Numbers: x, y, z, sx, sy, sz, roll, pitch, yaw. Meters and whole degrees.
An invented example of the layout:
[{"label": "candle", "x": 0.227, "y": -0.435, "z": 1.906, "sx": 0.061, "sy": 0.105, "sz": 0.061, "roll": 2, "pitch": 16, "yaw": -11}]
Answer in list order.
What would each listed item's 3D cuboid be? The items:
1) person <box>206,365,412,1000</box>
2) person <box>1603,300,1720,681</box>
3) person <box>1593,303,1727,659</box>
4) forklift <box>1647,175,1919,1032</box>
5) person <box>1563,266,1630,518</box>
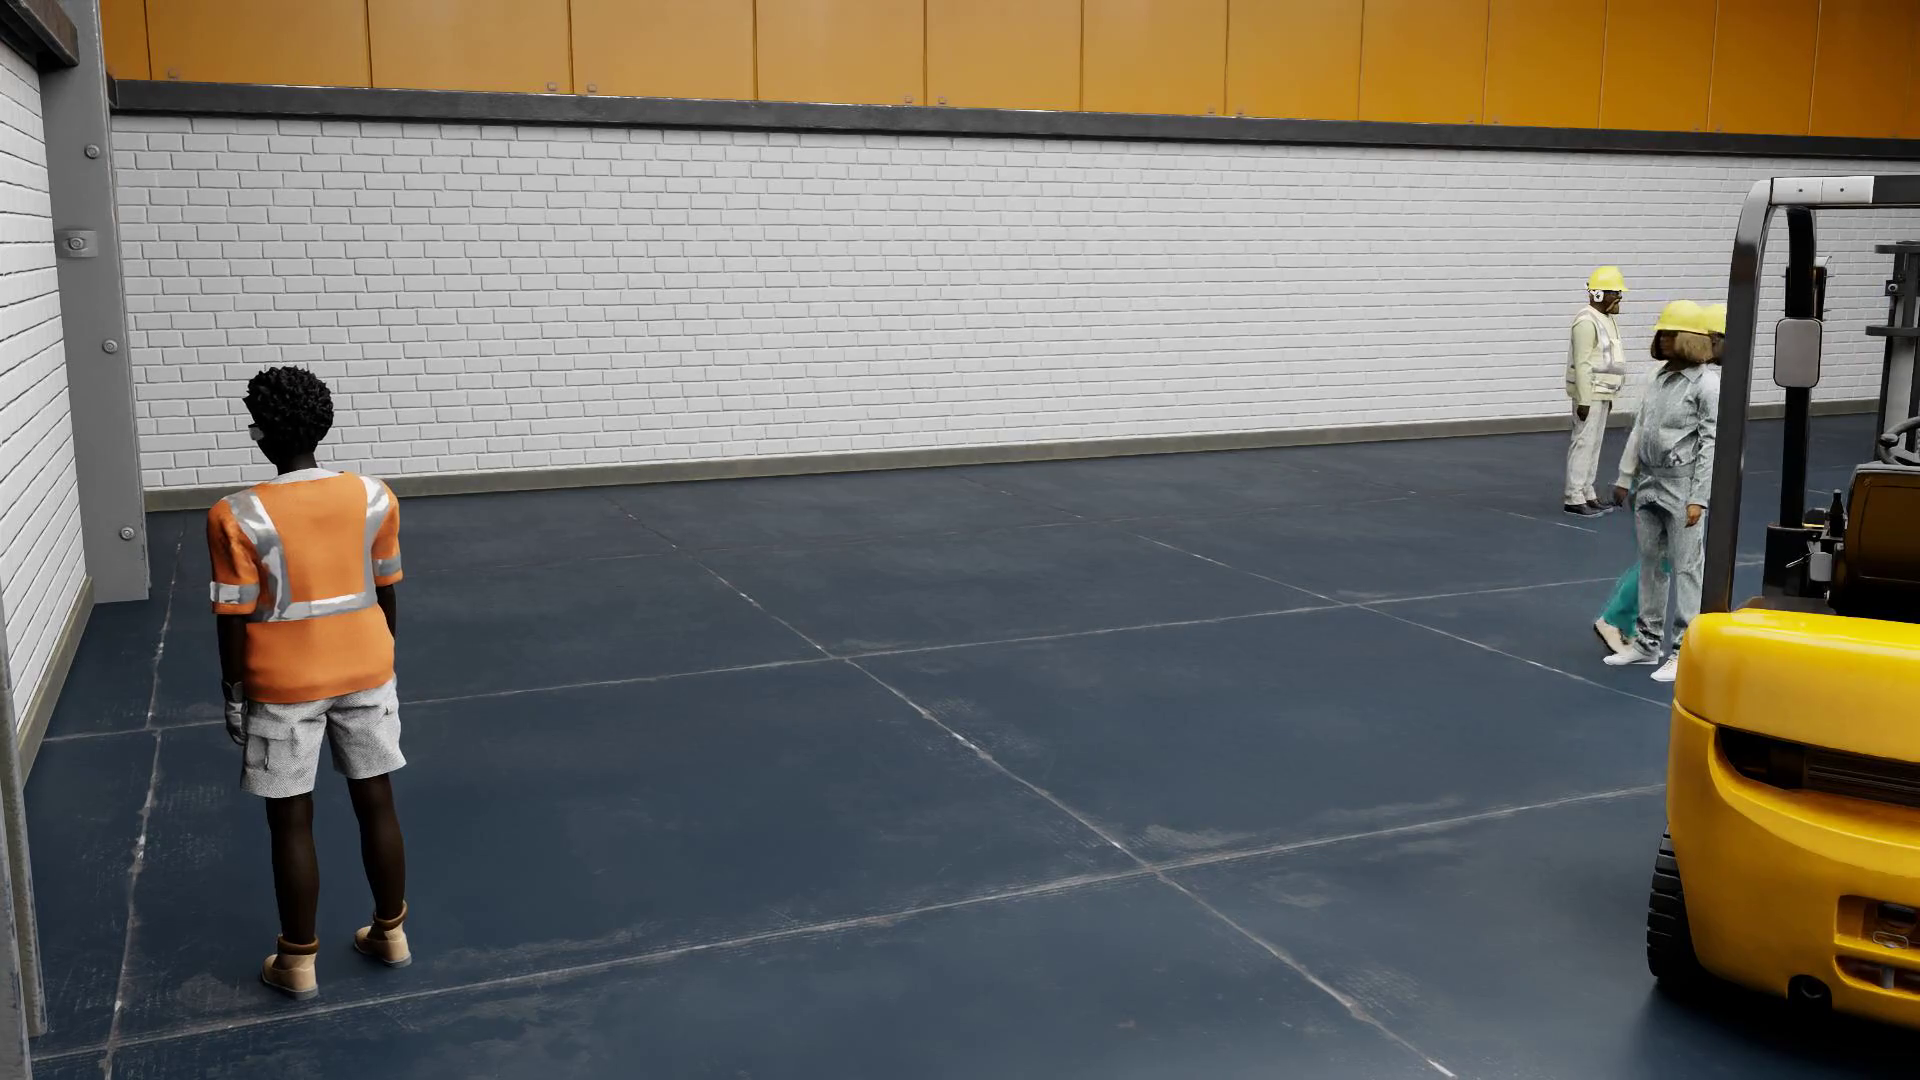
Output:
[{"label": "person", "x": -1.731, "y": 0.382, "z": 4.467, "sx": 0.319, "sy": 1.695, "sz": 0.533, "roll": 10, "pitch": 14, "yaw": 43}, {"label": "person", "x": 3.266, "y": -0.227, "z": 7.669, "sx": 0.287, "sy": 1.746, "sz": 0.487, "roll": -3, "pitch": 11, "yaw": -17}, {"label": "person", "x": 3.392, "y": -0.260, "z": 7.907, "sx": 0.556, "sy": 1.715, "sz": 0.539, "roll": -9, "pitch": 13, "yaw": -40}, {"label": "forklift", "x": 2.810, "y": 0.094, "z": 4.662, "sx": 1.214, "sy": 2.155, "sz": 2.313, "roll": 7, "pitch": 12, "yaw": 34}, {"label": "person", "x": 4.635, "y": -1.075, "z": 12.137, "sx": 0.403, "sy": 1.825, "sz": 0.591, "roll": 7, "pitch": 12, "yaw": 34}]
